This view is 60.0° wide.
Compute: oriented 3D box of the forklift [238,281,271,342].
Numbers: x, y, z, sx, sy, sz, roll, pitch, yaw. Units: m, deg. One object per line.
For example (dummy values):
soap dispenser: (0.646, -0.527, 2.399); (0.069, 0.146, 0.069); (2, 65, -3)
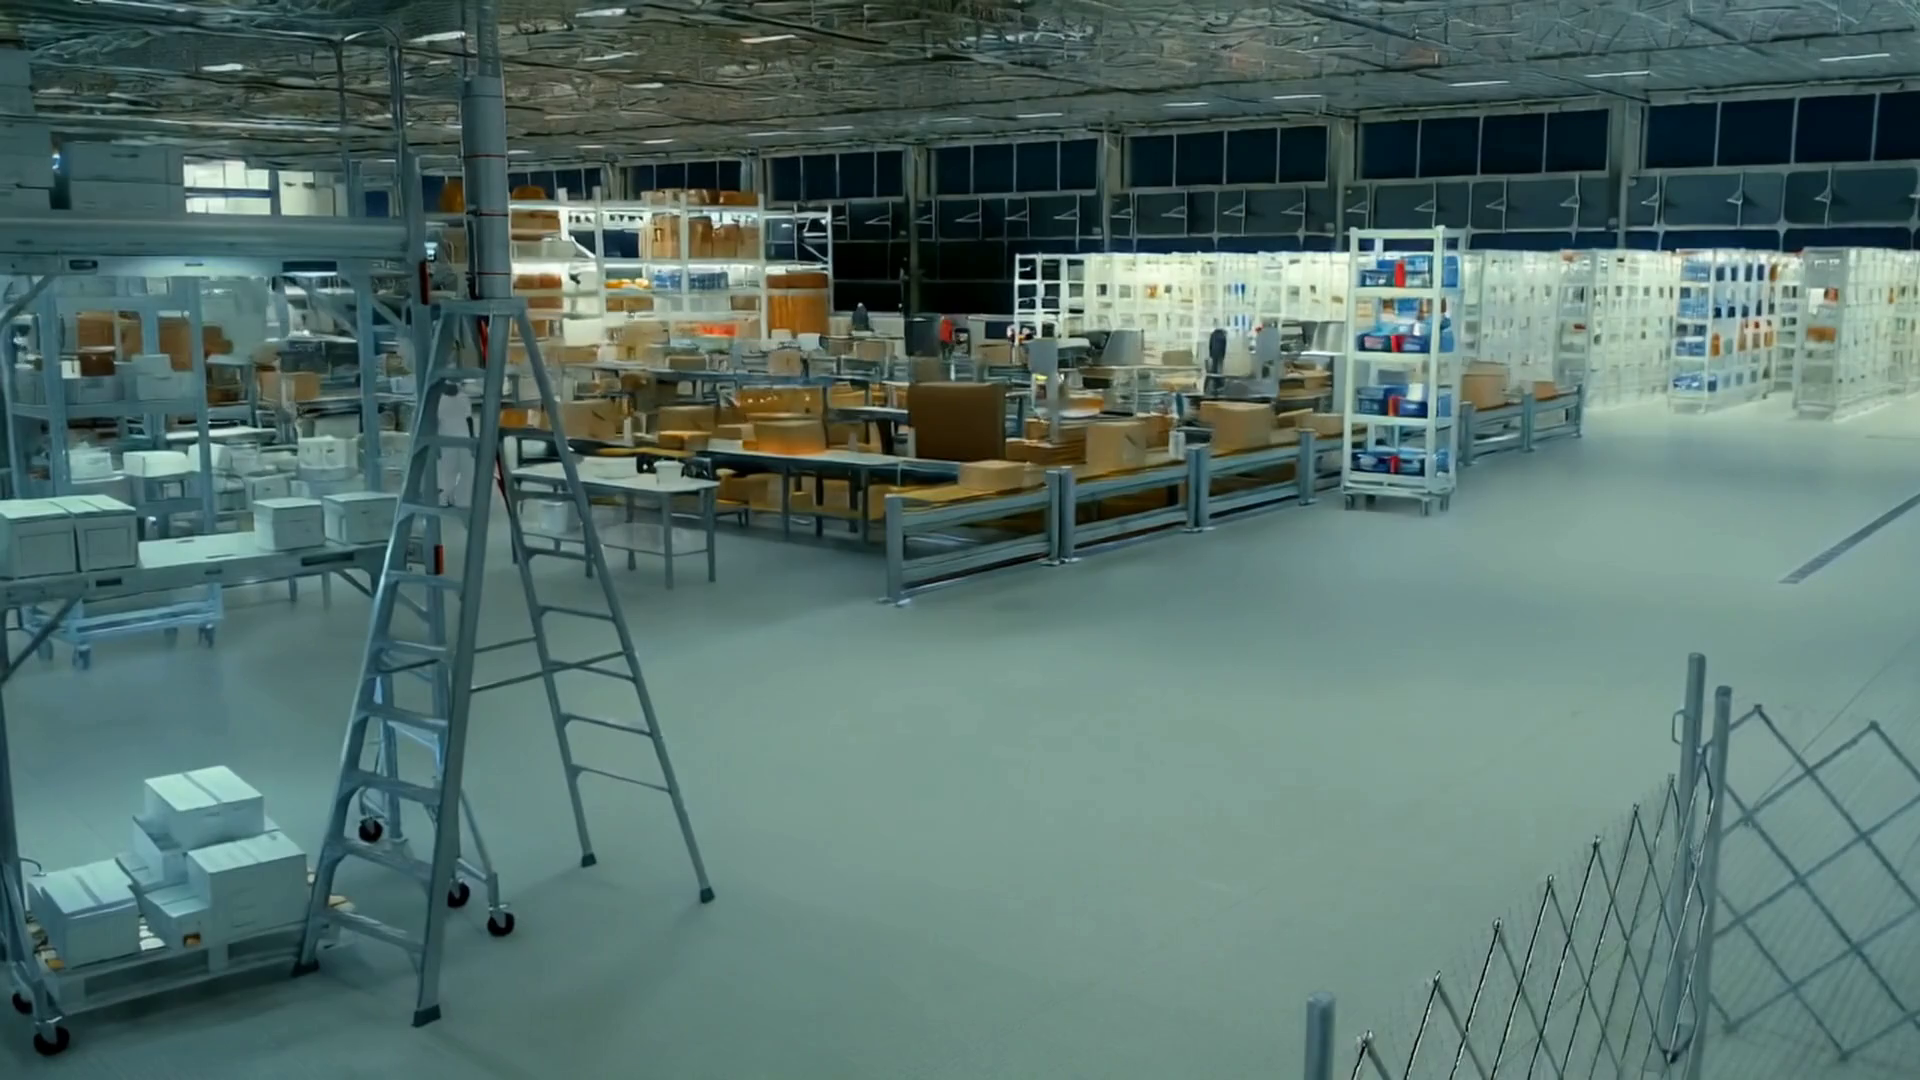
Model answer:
forklift: (-19.139, -5.637, 45.212); (1.129, 2.768, 1.873); (7, 11, 37)

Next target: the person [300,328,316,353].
person: (-16.493, -4.675, 42.148); (0.438, 1.928, 0.630); (-4, 10, -26)

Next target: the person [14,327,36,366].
person: (-24.068, -4.663, 42.926); (0.859, 1.652, 0.539); (1, 9, 4)

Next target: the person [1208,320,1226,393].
person: (6.531, -4.650, 42.215); (0.495, 1.875, 0.655); (6, 11, 34)

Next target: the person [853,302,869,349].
person: (-3.960, -8.583, 66.689); (0.660, 1.886, 0.545); (-2, 9, -10)

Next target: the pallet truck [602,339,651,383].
pallet truck: (-8.991, -4.871, 45.351); (0.653, 1.274, 1.630); (7, 11, 37)

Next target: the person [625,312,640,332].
person: (-10.570, -6.481, 53.810); (0.671, 1.810, 0.605); (8, 12, 41)

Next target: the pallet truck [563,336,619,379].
pallet truck: (-10.690, -5.294, 48.215); (1.601, 1.201, 0.680); (-5, 10, -26)

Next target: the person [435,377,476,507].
person: (-6.354, -1.222, 20.866); (0.542, 1.846, 0.623); (-6, 11, -35)

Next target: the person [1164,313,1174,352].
person: (6.476, -6.041, 51.027); (0.838, 1.820, 0.570); (3, 10, 17)

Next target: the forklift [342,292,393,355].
forklift: (-16.485, -5.622, 45.120); (1.129, 2.768, 1.873); (7, 11, 37)

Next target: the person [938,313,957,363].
person: (-0.523, -6.821, 56.237); (0.779, 1.715, 0.578); (0, 9, 2)

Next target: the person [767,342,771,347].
person: (-8.001, -8.943, 68.834); (0.563, 1.918, 0.466); (8, 12, 42)
